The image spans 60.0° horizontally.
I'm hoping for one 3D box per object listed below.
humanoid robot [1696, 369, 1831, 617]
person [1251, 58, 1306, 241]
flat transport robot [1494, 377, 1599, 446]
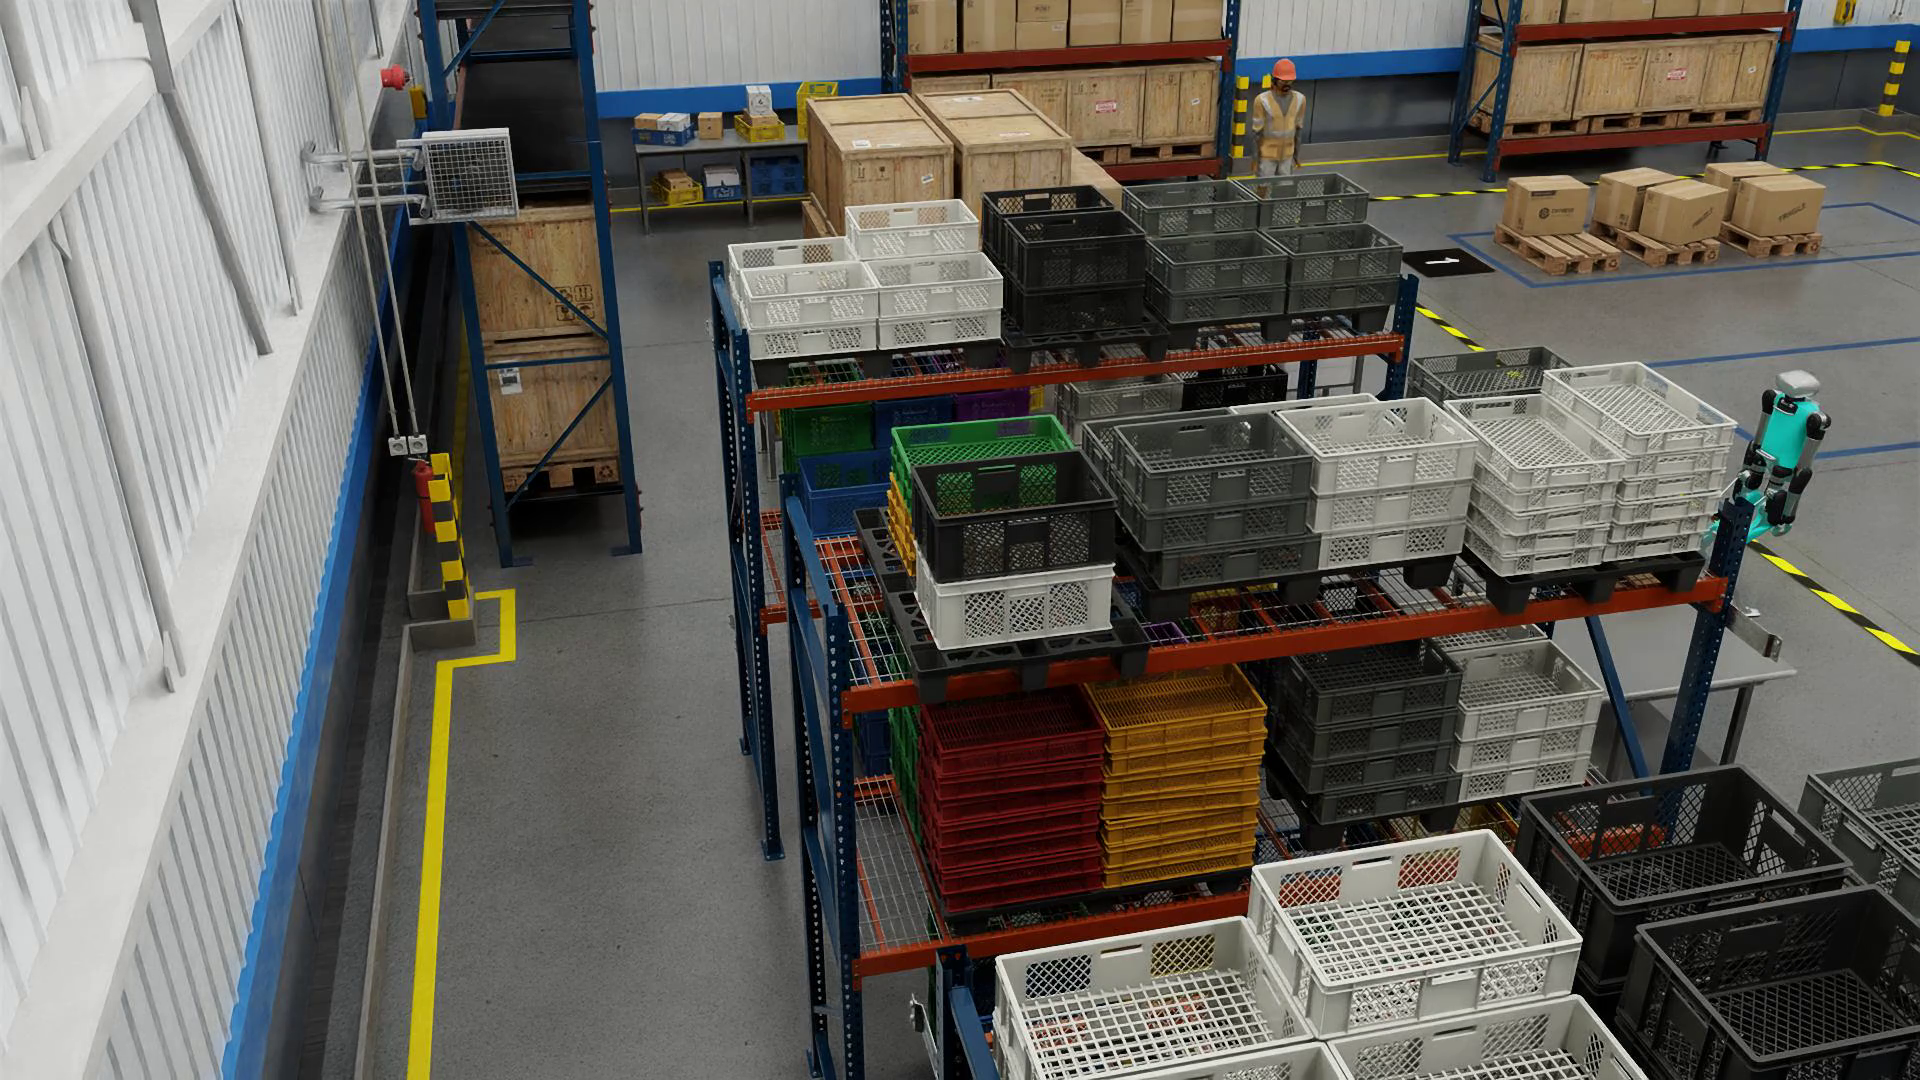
[{"bbox_3d":[5.108,-0.276,10.850,0.735,1.677,0.533,-7,29,-13],"label":"humanoid robot"},{"bbox_3d":[3.455,-4.208,18.130,0.606,2.044,0.369,-8,29,-14],"label":"person"},{"bbox_3d":[4.780,-1.036,14.013,0.659,0.231,1.431,-6,28,-12],"label":"flat transport robot"}]
